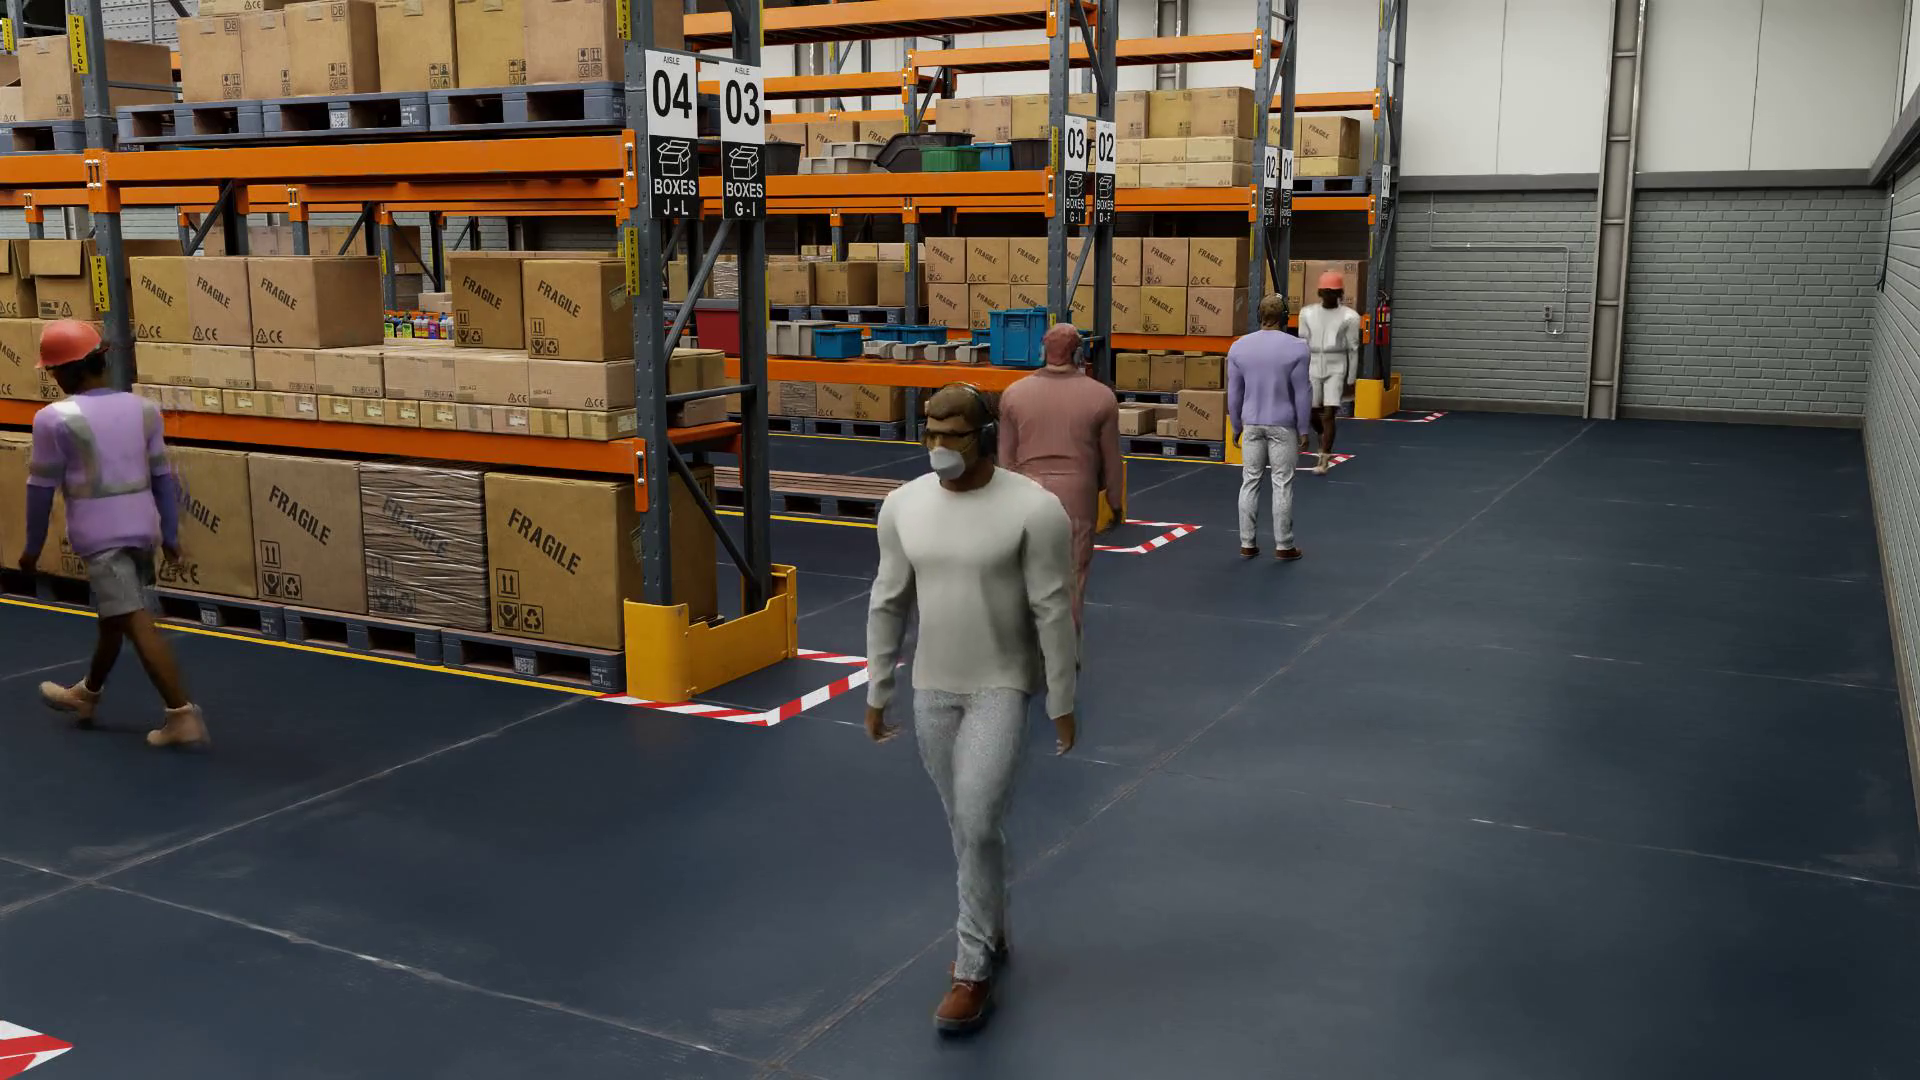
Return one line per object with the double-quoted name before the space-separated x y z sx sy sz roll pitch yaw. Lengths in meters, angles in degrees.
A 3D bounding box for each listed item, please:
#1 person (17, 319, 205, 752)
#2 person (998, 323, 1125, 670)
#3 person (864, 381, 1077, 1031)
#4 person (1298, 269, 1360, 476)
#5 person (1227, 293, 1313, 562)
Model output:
"person" -3.949 -0.020 7.629 1.109 1.965 0.614 4 11 21
"person" 0.565 -0.228 9.010 0.660 1.889 0.619 3 11 14
"person" -0.025 0.489 5.010 0.662 1.912 0.787 6 12 29
"person" 3.642 -1.668 16.475 0.633 2.027 0.661 5 12 27
"person" 2.236 -0.806 12.016 0.627 1.941 0.371 6 12 29
